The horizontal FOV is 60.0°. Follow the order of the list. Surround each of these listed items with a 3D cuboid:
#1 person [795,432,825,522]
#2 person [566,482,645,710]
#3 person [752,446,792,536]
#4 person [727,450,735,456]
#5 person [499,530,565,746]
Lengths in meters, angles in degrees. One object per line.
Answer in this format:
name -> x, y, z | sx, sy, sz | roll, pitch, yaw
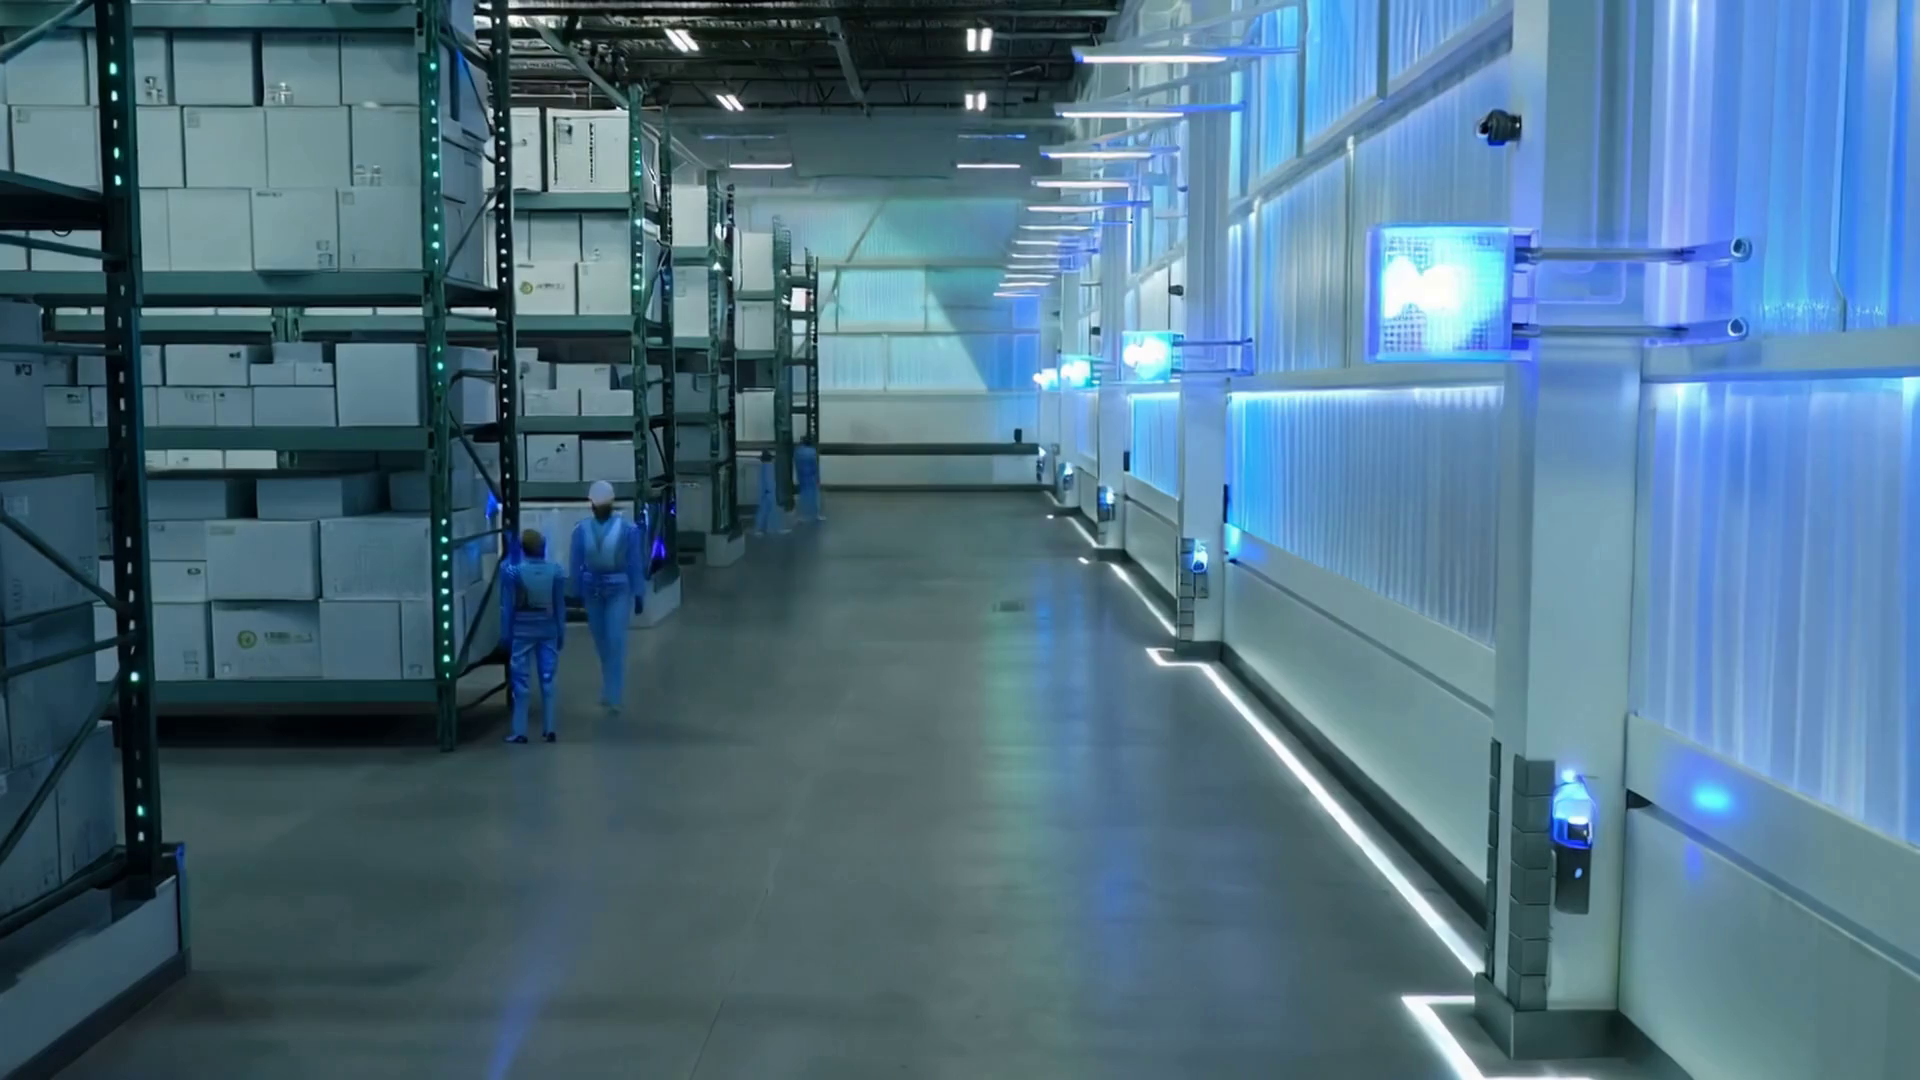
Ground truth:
person -> -3.242, -1.324, 34.914 | 0.746, 1.914, 0.656 | 3, 6, 29
person -> -3.024, 0.472, 14.035 | 0.611, 1.903, 0.941 | 1, 5, 8
person -> -3.529, -0.900, 31.215 | 0.820, 1.696, 0.490 | -1, 5, -7
person -> -6.156, -1.991, 43.781 | 0.771, 1.727, 0.573 | 3, 6, 35
person -> -3.216, 0.736, 12.556 | 0.523, 1.632, 0.315 | -4, 6, -40
